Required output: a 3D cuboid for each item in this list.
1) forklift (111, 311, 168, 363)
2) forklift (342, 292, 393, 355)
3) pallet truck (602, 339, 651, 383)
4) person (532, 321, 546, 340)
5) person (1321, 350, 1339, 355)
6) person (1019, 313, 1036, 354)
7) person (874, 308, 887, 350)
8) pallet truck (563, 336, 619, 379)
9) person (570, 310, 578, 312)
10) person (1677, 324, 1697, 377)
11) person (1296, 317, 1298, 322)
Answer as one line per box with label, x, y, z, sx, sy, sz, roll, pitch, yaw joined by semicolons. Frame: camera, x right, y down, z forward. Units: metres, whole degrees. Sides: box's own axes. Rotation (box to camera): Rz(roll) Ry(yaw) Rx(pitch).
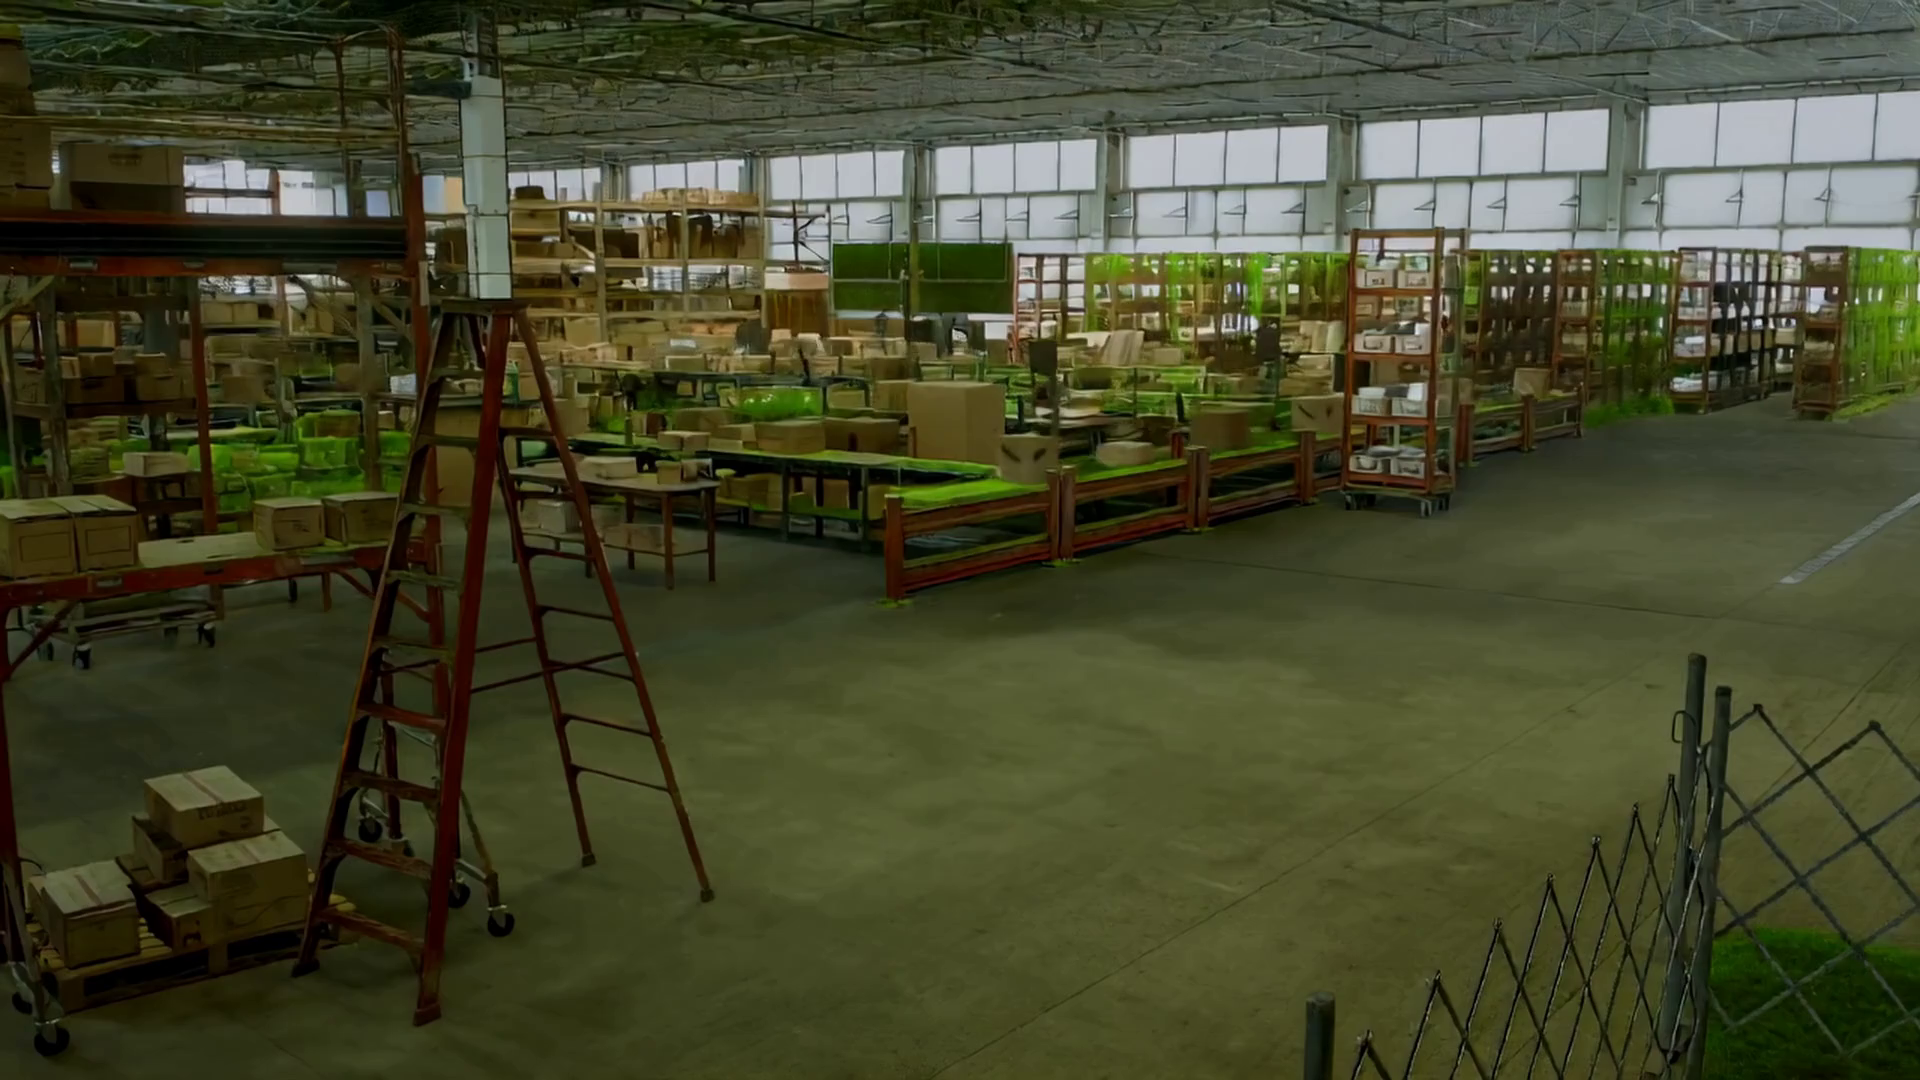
forklift;-21.226;-5.400;43.736;1.129;2.768;1.873;8;12;40
forklift;-16.485;-5.622;45.120;1.129;2.768;1.873;7;11;37
pallet truck;-8.991;-4.871;45.351;0.653;1.274;1.630;7;11;37
person;-12.503;-5.666;49.272;0.500;1.633;0.284;3;10;17
person;8.082;-3.728;36.598;0.458;1.817;0.624;6;11;35
person;2.105;-5.952;50.263;0.640;1.884;0.789;3;10;18
person;-3.079;-8.162;64.669;0.501;1.695;0.923;-3;10;-17
pallet truck;-10.690;-5.294;48.215;1.601;1.201;0.680;-5;10;-26
person;-16.871;-9.589;73.015;0.679;1.864;0.933;7;11;37
person;18.150;-4.531;41.529;0.566;1.846;0.386;-7;11;-36
person;10.322;-6.045;50.597;0.434;1.977;0.602;7;11;36
